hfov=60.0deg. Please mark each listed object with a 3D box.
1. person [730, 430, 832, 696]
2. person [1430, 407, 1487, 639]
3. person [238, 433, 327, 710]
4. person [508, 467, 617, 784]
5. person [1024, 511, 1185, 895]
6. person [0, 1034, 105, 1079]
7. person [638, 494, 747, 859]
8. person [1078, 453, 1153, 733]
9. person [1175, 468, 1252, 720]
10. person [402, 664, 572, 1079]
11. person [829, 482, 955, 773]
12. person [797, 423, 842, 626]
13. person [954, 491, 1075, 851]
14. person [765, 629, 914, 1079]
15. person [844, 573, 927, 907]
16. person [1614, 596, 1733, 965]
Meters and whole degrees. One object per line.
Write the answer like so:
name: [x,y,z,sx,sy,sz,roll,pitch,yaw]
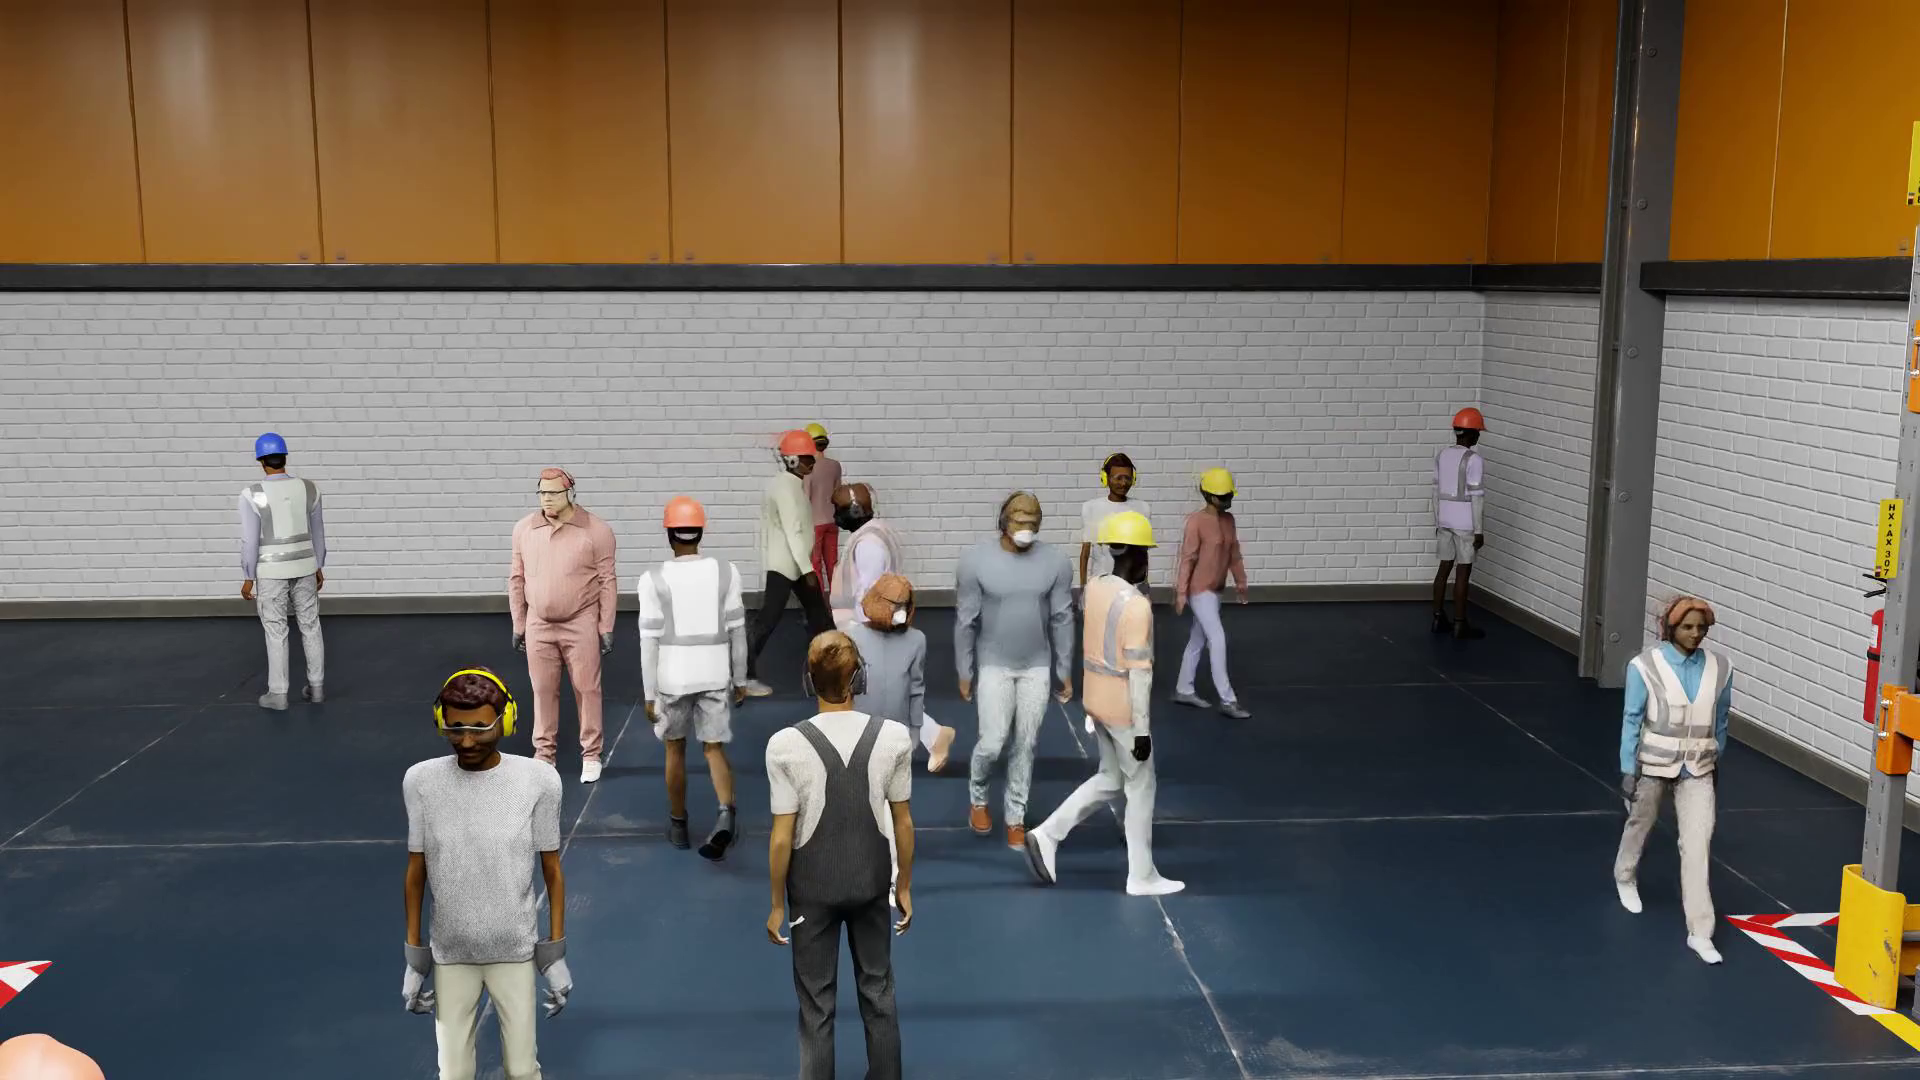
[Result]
person: [-1.186,0.182,11.918,1.050,1.942,0.603,2,9,10]
person: [4.212,-0.145,13.959,0.378,1.932,0.551,-4,10,-24]
person: [-4.749,0.218,11.674,0.402,1.937,0.603,8,12,42]
person: [-2.378,0.511,9.929,0.652,1.906,0.403,1,9,6]
person: [0.715,0.810,8.100,0.691,1.902,0.621,-3,10,-19]
person: [-1.331,1.678,2.500,0.542,1.939,0.359,-5,10,-29]
person: [-1.352,0.728,8.604,0.574,1.907,0.750,-3,10,-20]
person: [1.035,0.348,11.064,0.508,1.873,0.329,-2,9,-13]
person: [1.780,0.360,11.403,0.772,1.721,0.650,7,12,39]
person: [-1.466,1.295,5.141,0.515,1.865,0.329,-1,9,-6]
person: [-0.458,0.556,9.986,0.772,1.813,0.668,-1,9,-8]
person: [-1.233,-0.130,14.400,0.310,1.766,0.535,7,11,37]
person: [0.296,0.689,8.797,0.635,1.921,0.415,-2,9,-14]
person: [-0.407,1.218,5.695,0.515,1.839,0.327,-3,9,-18]
person: [-0.427,0.928,8.255,0.512,1.601,0.790,-4,10,-21]
person: [3.259,1.031,7.630,0.523,1.597,0.864,0,9,0]
